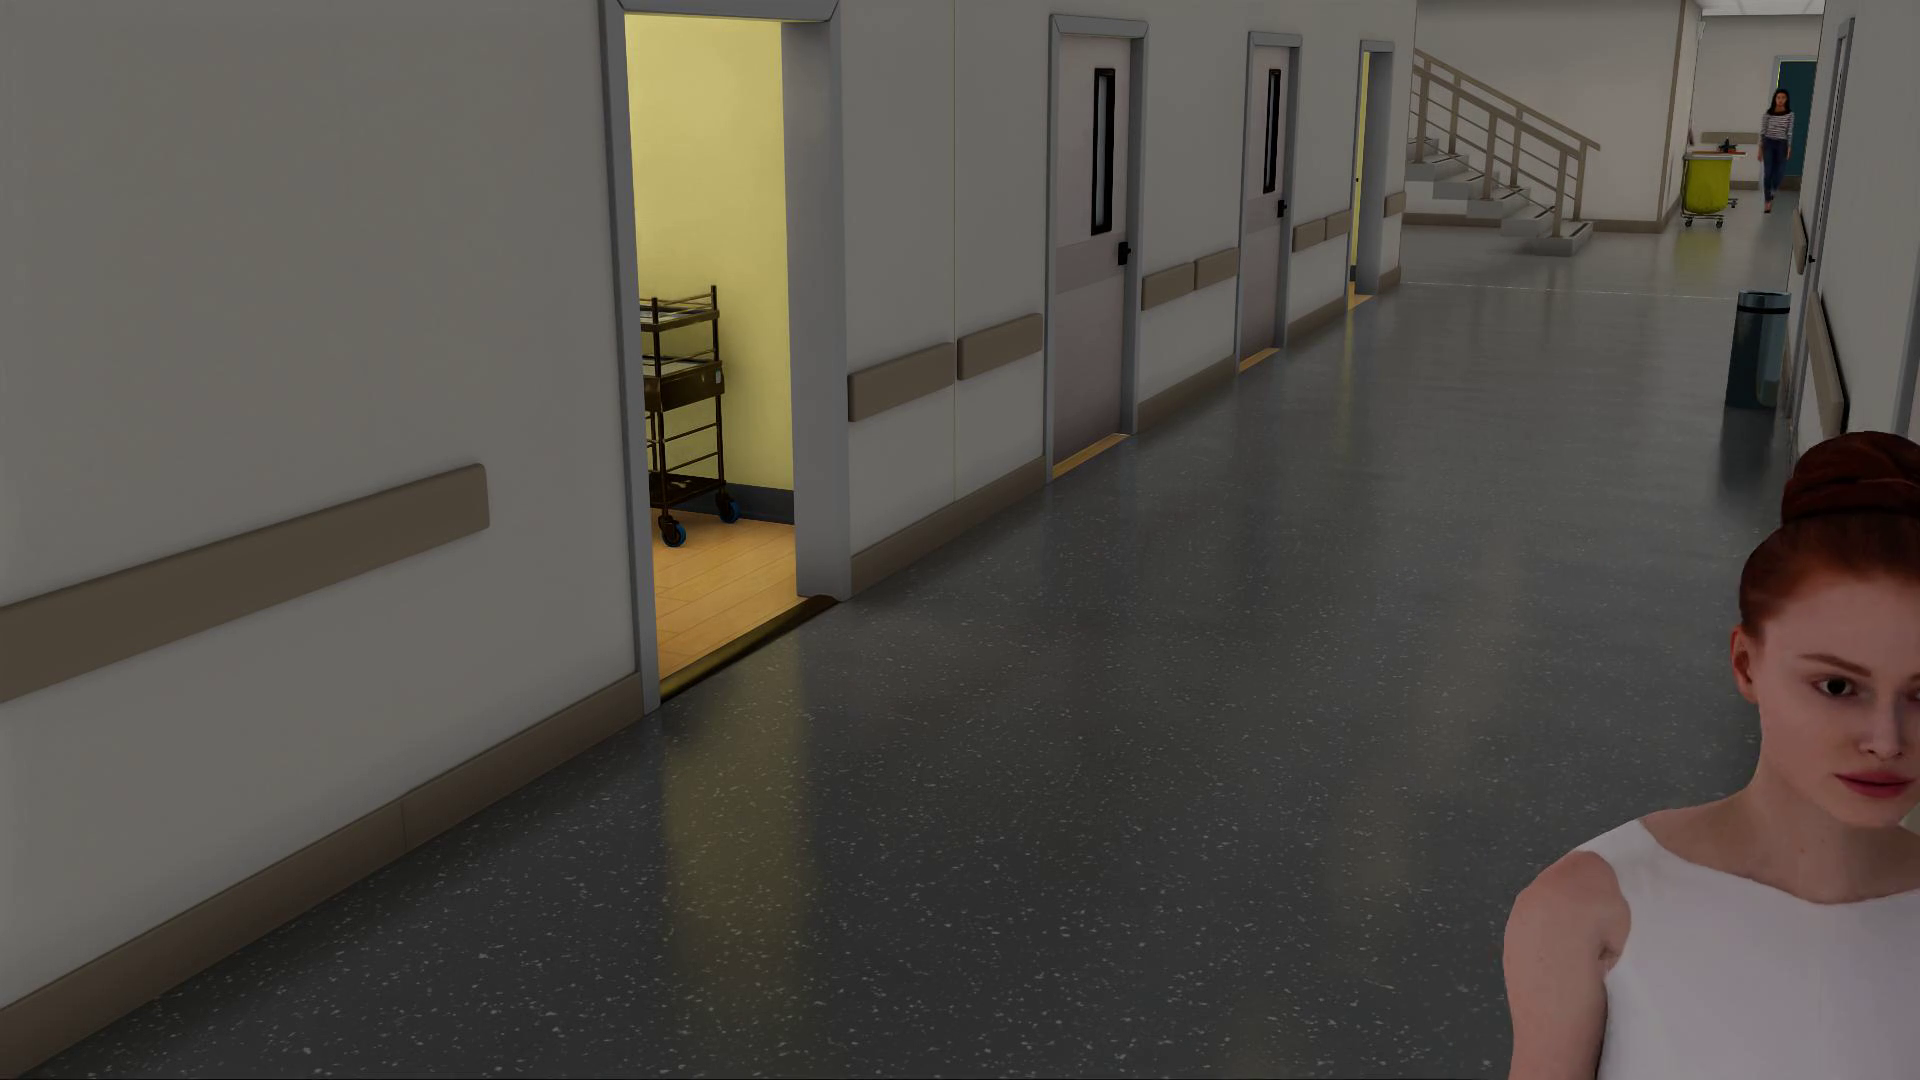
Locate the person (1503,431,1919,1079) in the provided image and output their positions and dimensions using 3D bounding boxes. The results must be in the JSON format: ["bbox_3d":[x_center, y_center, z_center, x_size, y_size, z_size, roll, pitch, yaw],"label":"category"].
[{"bbox_3d":[0.623,0.791,1.487,0.914,1.754,0.703,5,16,16],"label":"person"}]

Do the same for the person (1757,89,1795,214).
[{"bbox_3d":[12.017,-5.724,24.552,0.748,1.777,0.633,7,17,24],"label":"person"}]
